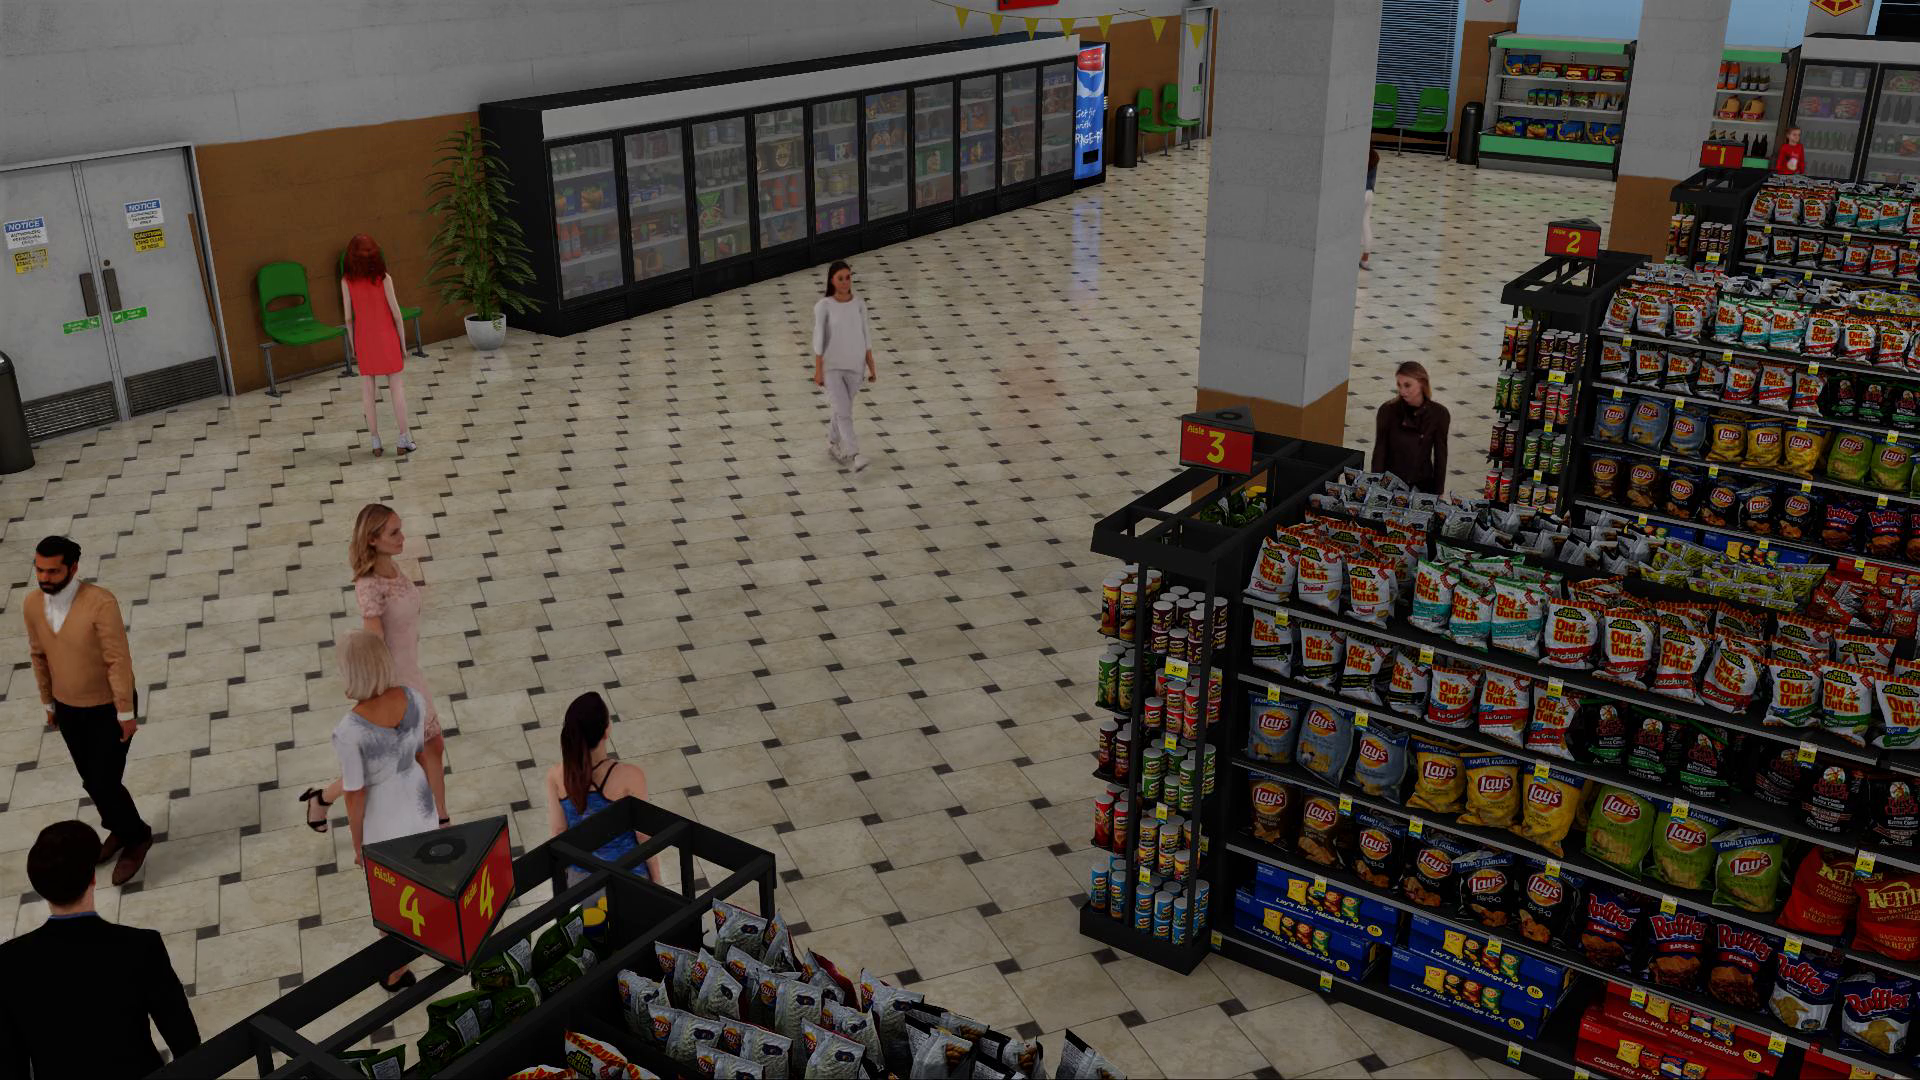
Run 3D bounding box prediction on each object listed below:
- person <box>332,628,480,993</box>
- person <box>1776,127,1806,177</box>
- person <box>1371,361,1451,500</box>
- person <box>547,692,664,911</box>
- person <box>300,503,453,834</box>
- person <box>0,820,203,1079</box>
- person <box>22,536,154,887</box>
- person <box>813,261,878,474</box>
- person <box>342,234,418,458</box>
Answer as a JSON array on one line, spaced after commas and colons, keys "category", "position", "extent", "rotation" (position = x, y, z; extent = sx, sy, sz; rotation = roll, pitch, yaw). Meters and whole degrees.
[{"category": "person", "position": [-2.243, 1.171, 6.779], "extent": [0.863, 1.732, 0.581], "rotation": [15, 27, 33]}, {"category": "person", "position": [11.310, -5.013, 22.816], "extent": [0.824, 1.250, 0.929], "rotation": [-6, 23, -15]}, {"category": "person", "position": [2.857, -0.349, 10.660], "extent": [1.012, 1.659, 0.879], "rotation": [6, 23, 15]}, {"category": "person", "position": [-1.388, 1.368, 6.481], "extent": [1.019, 1.589, 0.859], "rotation": [5, 22, 13]}, {"category": "person", "position": [-2.767, 0.700, 7.852], "extent": [1.138, 1.806, 0.917], "rotation": [2, 22, 6]}, {"category": "person", "position": [-2.625, 1.814, 5.105], "extent": [0.825, 1.788, 0.865], "rotation": [-6, 23, -14]}, {"category": "person", "position": [-4.000, 0.759, 7.806], "extent": [0.758, 1.731, 0.854], "rotation": [7, 23, 16]}, {"category": "person", "position": [-0.973, -1.390, 13.260], "extent": [0.882, 1.653, 1.113], "rotation": [-13, 26, -30]}, {"category": "person", "position": [-4.727, -1.574, 13.483], "extent": [0.637, 1.828, 0.718], "rotation": [-2, 22, -4]}]
